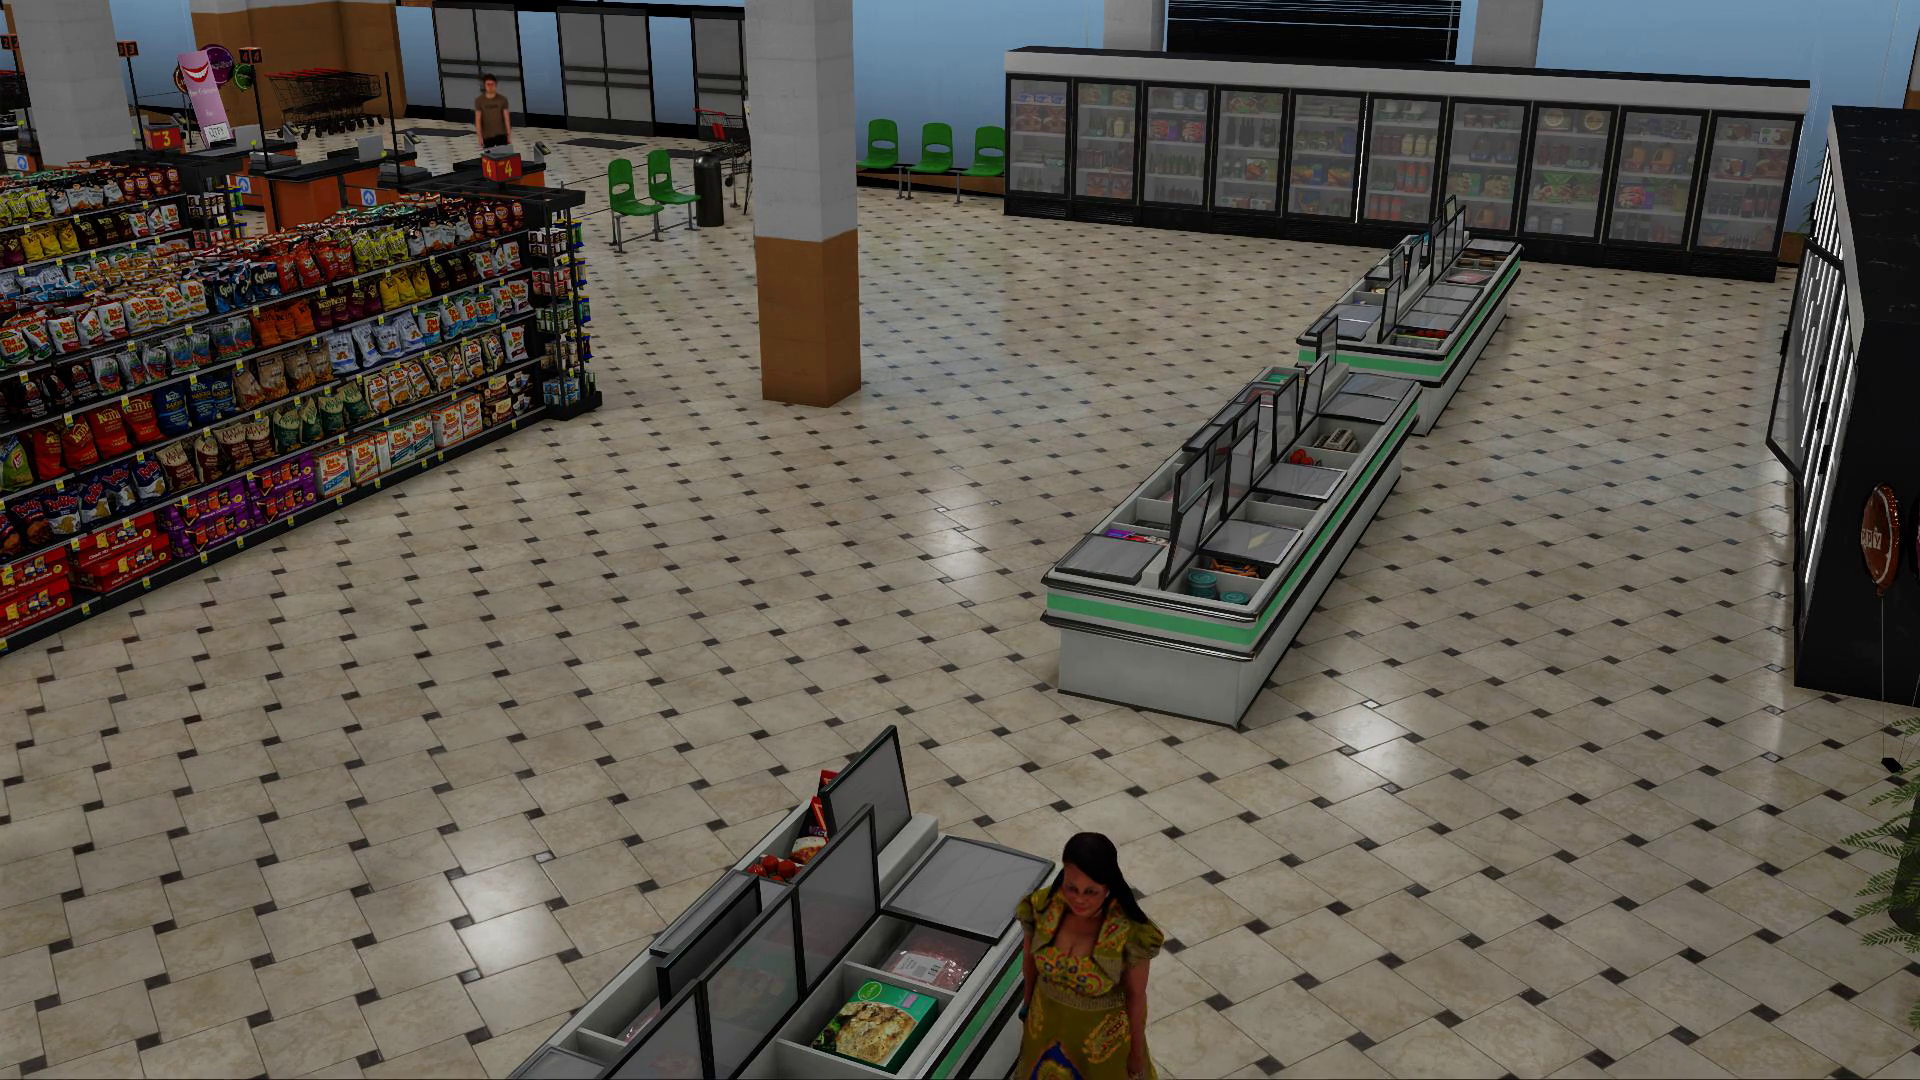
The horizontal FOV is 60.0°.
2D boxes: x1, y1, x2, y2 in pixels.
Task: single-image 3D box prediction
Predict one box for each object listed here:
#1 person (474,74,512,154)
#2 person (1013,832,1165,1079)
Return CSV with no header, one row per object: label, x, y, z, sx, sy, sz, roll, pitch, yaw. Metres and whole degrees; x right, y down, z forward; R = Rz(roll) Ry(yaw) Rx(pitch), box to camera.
person,-7.053,-6.078,25.130,1.174,1.806,1.259,-7,23,-17
person,0.477,1.722,5.960,0.834,1.624,1.318,7,23,17
